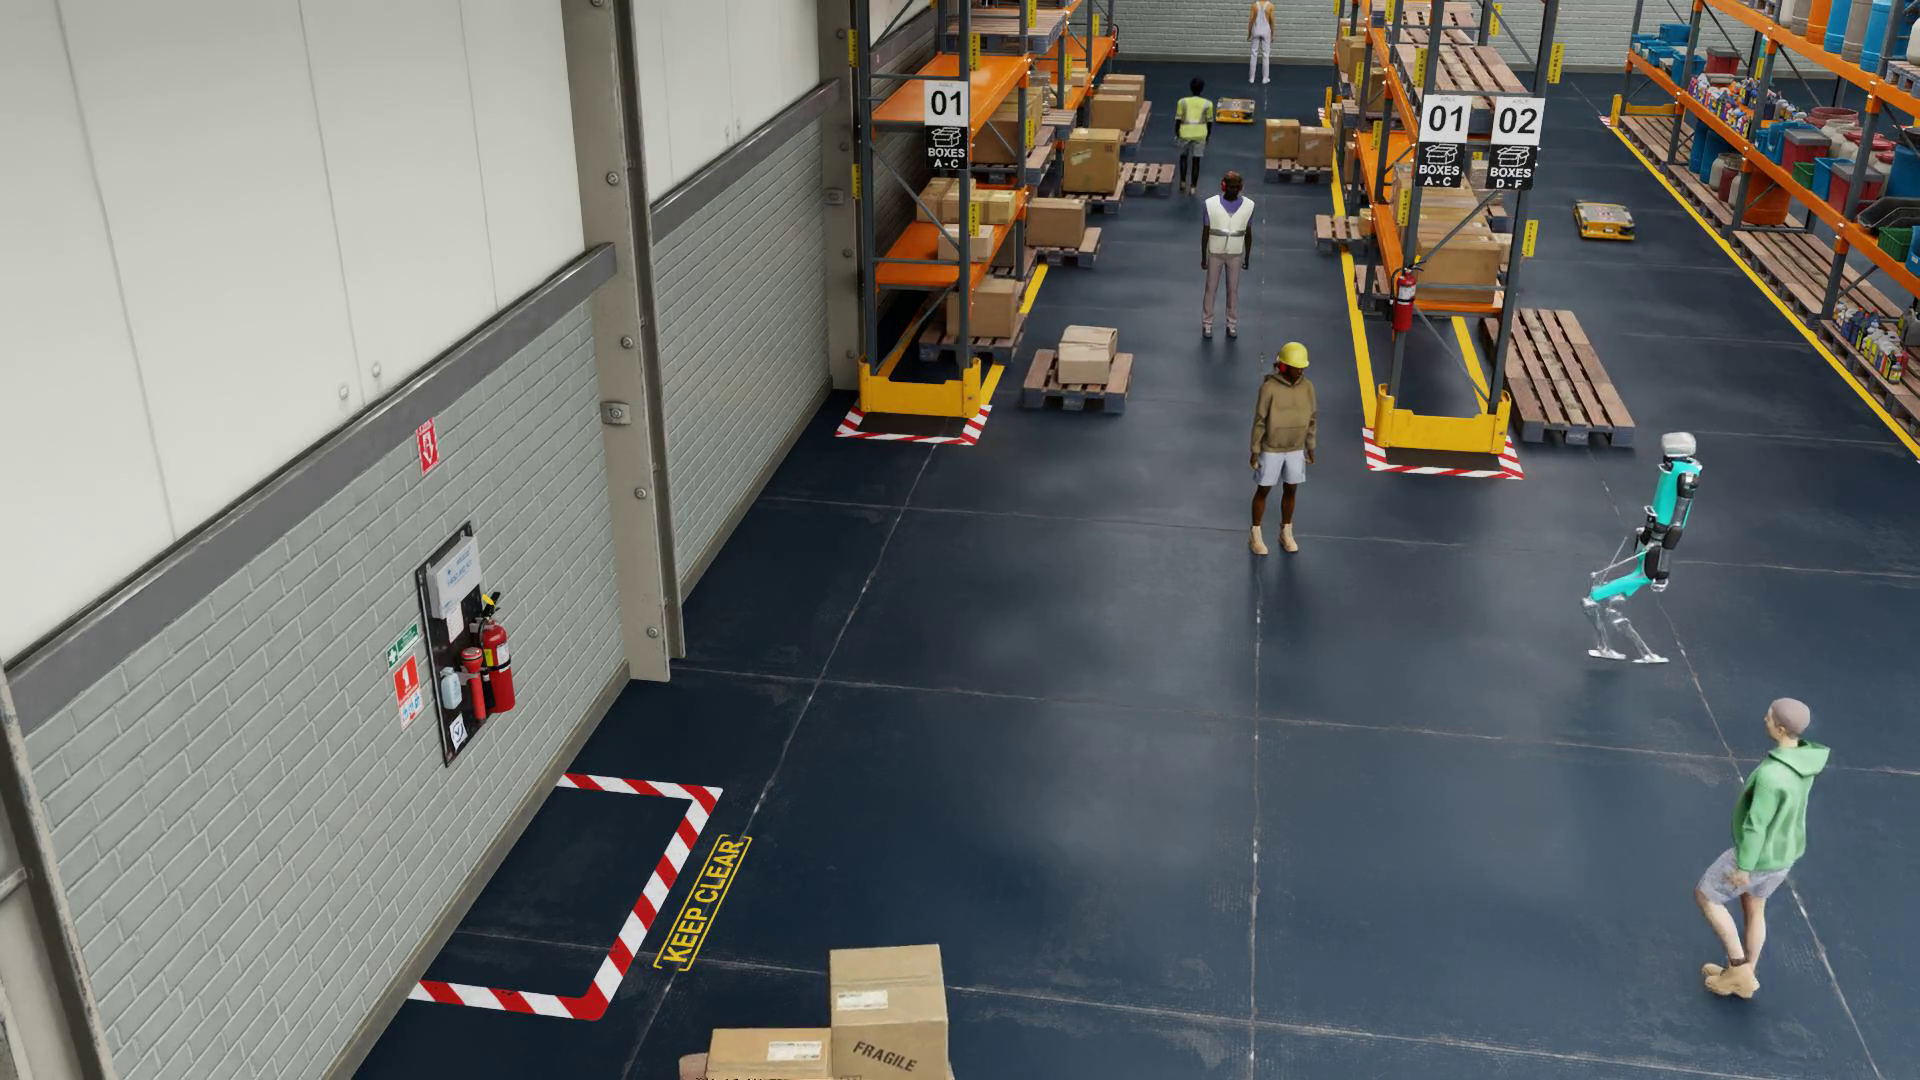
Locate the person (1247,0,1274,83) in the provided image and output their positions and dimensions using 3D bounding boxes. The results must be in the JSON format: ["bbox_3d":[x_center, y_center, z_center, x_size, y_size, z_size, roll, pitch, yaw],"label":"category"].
[{"bbox_3d":[5.954,-10.002,32.882,0.518,1.864,0.379,7,26,14],"label":"person"}]

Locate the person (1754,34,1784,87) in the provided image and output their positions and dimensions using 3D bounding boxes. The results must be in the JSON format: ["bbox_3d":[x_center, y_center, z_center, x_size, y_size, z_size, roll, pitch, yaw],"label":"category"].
[{"bbox_3d":[15.838,-9.762,32.481,0.314,1.769,0.523,-18,30,-33],"label":"person"}]

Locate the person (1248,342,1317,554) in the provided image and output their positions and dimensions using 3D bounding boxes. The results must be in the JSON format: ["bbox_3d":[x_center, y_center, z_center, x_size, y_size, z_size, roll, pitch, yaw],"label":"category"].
[{"bbox_3d":[2.554,-0.743,13.195,0.550,1.757,0.410,-4,25,-9],"label":"person"}]

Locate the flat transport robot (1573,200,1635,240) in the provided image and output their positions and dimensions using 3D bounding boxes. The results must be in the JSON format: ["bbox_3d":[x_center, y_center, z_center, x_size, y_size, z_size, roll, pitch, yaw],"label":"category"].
[{"bbox_3d":[8.779,-4.359,22.687,0.659,0.231,1.431,6,26,13],"label":"flat transport robot"}]

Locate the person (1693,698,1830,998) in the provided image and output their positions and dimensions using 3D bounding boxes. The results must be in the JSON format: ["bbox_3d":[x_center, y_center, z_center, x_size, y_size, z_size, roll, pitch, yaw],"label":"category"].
[{"bbox_3d":[3.969,1.556,8.303,0.501,1.723,0.406,-19,31,-35],"label":"person"}]

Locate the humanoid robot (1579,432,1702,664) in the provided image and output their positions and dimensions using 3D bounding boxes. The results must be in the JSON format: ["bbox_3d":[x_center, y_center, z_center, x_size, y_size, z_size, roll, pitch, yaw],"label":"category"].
[{"bbox_3d":[4.593,0.118,11.391,0.834,1.795,0.544,4,25,8],"label":"humanoid robot"}]

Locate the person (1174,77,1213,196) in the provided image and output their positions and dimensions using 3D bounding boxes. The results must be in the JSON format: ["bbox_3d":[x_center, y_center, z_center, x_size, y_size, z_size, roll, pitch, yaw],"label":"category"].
[{"bbox_3d":[3.419,-5.933,24.386,0.557,1.663,0.773,3,25,6],"label":"person"}]

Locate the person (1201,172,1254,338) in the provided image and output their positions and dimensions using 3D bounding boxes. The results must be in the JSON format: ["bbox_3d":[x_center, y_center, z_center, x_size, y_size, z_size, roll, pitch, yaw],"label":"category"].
[{"bbox_3d":[2.905,-3.124,18.194,0.559,1.839,0.388,-1,25,-3],"label":"person"}]

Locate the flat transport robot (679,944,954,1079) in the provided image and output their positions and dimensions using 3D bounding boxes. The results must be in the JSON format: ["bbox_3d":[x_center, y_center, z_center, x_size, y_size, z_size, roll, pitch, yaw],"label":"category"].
[{"bbox_3d":[-0.594,2.815,7.333,0.659,0.231,1.431,-4,25,-9],"label":"flat transport robot"}]

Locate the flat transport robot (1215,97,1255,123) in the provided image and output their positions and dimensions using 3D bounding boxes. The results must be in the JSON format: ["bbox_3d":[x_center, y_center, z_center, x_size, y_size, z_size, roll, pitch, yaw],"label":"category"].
[{"bbox_3d":[4.947,-7.707,29.853,0.659,0.231,1.431,4,25,9],"label":"flat transport robot"}]
